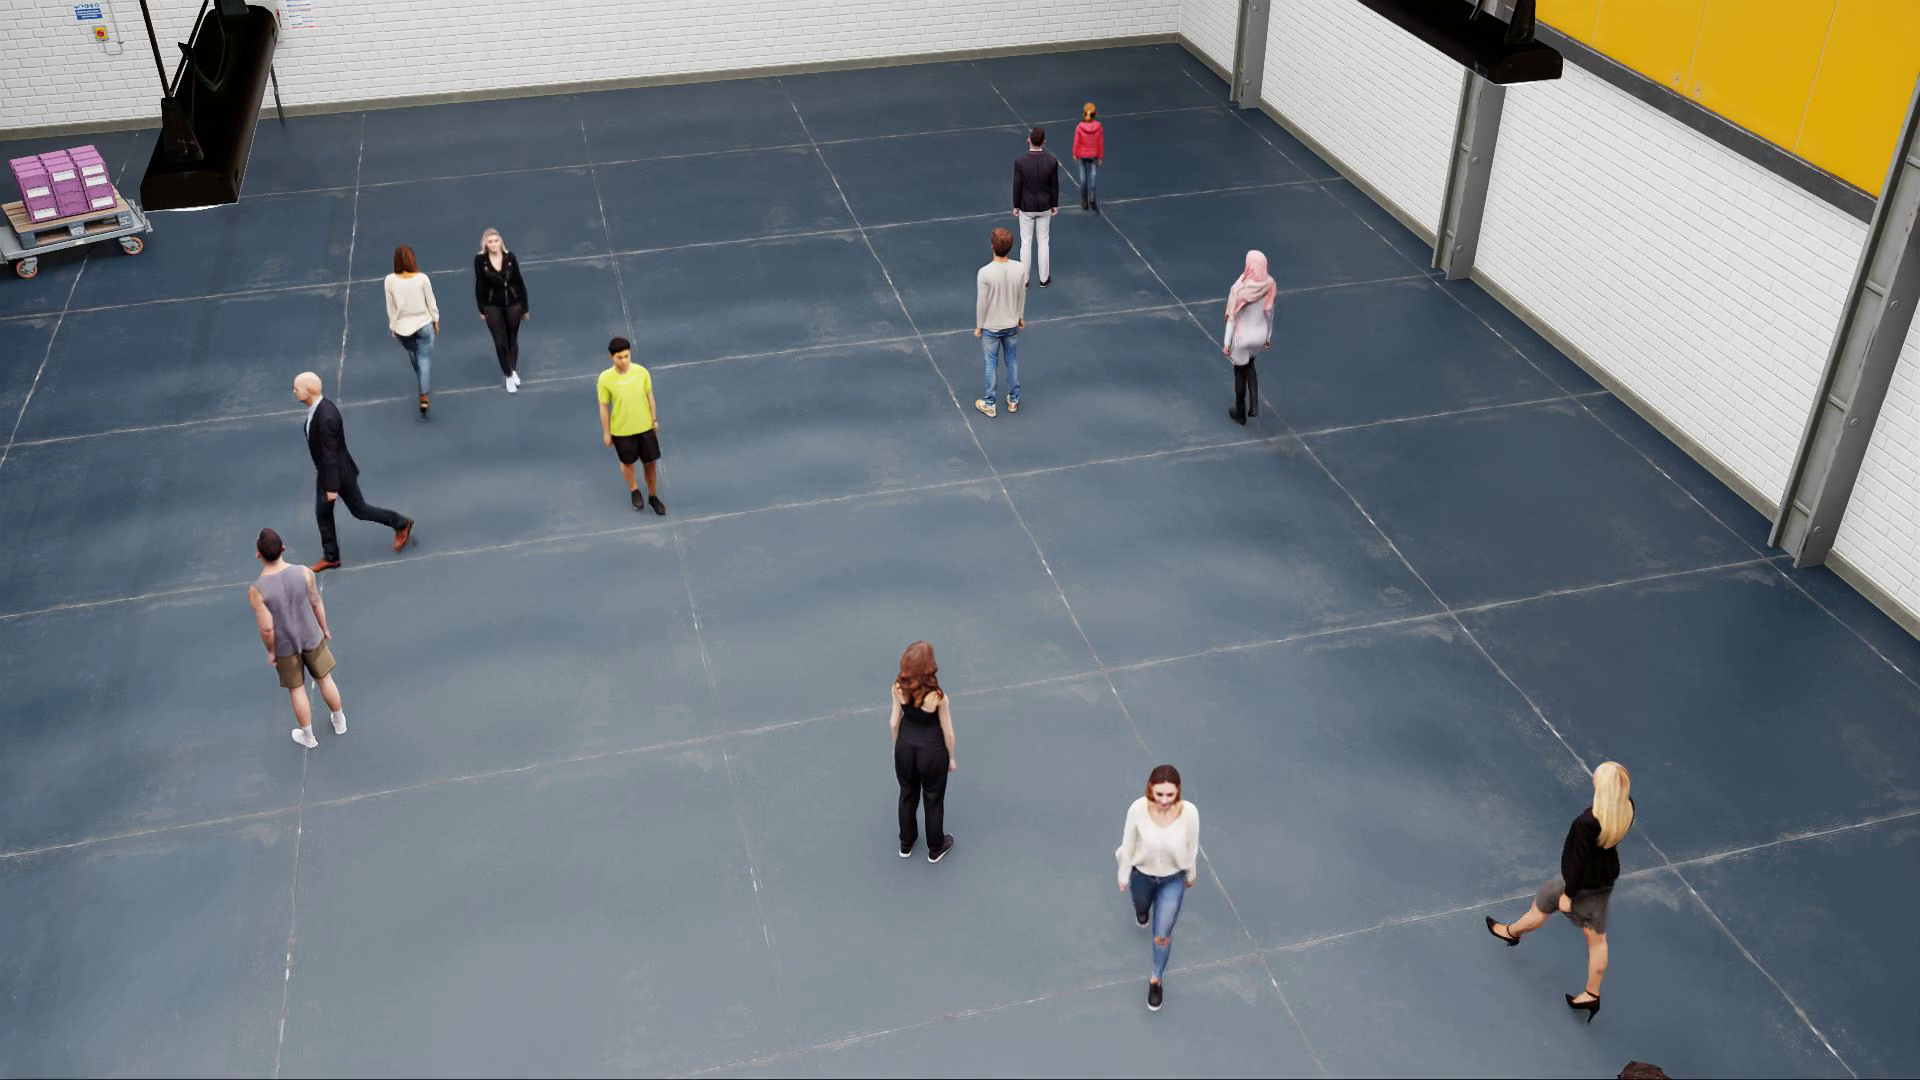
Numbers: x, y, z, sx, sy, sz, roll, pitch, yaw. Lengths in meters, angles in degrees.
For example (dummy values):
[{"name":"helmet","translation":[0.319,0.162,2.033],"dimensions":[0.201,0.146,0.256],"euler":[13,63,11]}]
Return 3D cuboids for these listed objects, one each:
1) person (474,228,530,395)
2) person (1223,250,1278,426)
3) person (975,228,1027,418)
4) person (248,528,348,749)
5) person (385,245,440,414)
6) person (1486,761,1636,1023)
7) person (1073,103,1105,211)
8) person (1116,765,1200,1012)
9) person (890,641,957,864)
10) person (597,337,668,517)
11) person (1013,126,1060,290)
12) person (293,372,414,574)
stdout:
[{"name":"person","translation":[-4.554,-2.328,16.496],"dimensions":[0.700,1.677,0.737],"euler":[-15,37,-22]},{"name":"person","translation":[2.766,-1.857,15.680],"dimensions":[0.678,1.798,0.700],"euler":[-12,35,-17]},{"name":"person","translation":[0.391,-2.075,15.910],"dimensions":[0.672,1.905,0.601],"euler":[-12,35,-17]},{"name":"person","translation":[-4.735,0.698,11.854],"dimensions":[0.719,1.847,0.731],"euler":[-26,42,-34]},{"name":"person","translation":[-5.255,-1.996,16.036],"dimensions":[0.737,1.634,1.105],"euler":[-5,34,-7]},{"name":"person","translation":[3.739,2.090,9.736],"dimensions":[0.850,1.803,1.171],"euler":[-19,38,-26]},{"name":"person","translation":[1.573,-4.671,20.357],"dimensions":[0.548,1.306,0.552],"euler":[-2,34,-3]},{"name":"person","translation":[1.183,1.970,10.043],"dimensions":[0.916,1.663,1.170],"euler":[5,34,7]},{"name":"person","translation":[-0.260,1.382,10.852],"dimensions":[0.670,1.747,0.689],"euler":[10,35,15]},{"name":"person","translation":[-2.898,-1.041,14.546],"dimensions":[0.701,1.693,0.742],"euler":[-12,35,-18]},{"name":"person","translation":[0.830,-3.667,18.361],"dimensions":[0.704,1.845,0.637],"euler":[-1,34,-2]},{"name":"person","translation":[-5.080,-0.576,13.778],"dimensions":[1.066,1.768,1.222],"euler":[-26,41,-33]}]
